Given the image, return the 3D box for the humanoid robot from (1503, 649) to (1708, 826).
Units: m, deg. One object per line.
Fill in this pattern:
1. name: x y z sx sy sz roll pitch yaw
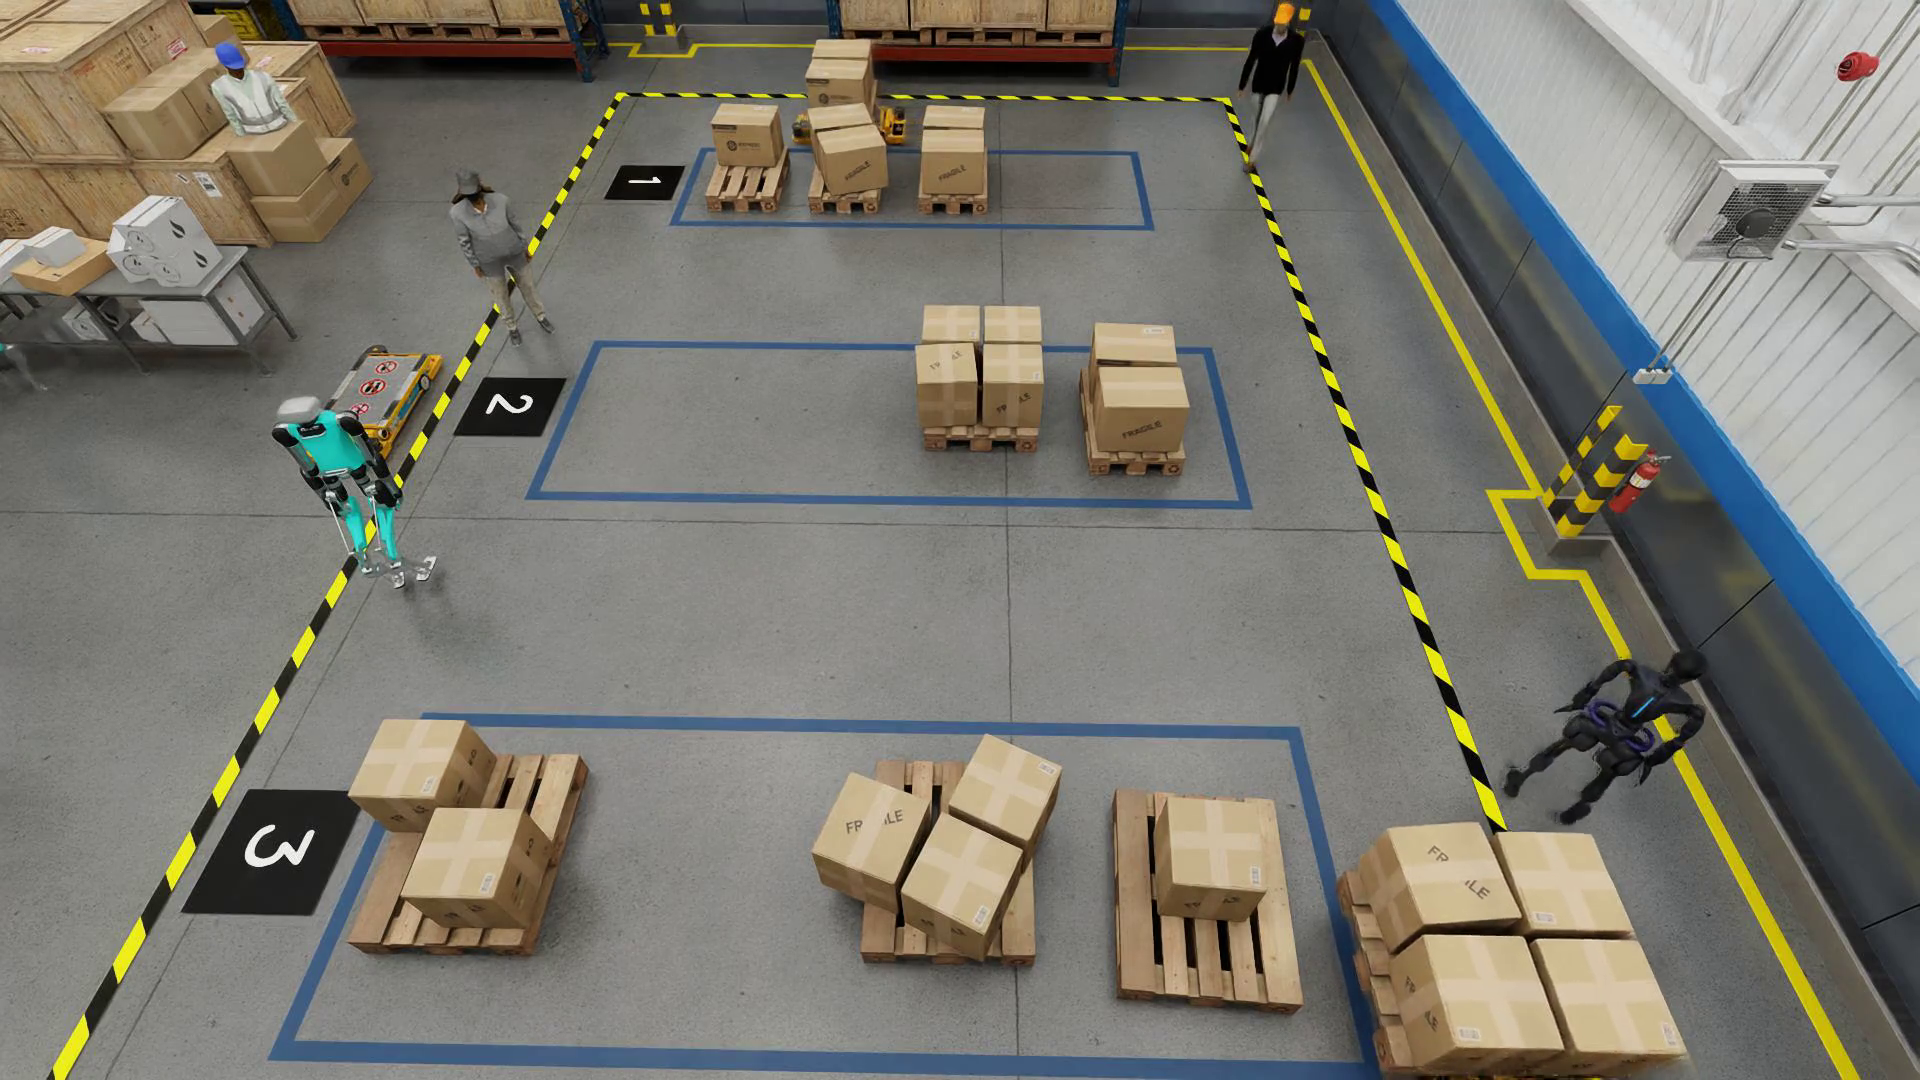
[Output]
1. humanoid robot: 3.856 1.176 5.448 0.398 1.637 0.584 -32 57 -24

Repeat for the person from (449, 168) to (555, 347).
1. person: -4.333 -2.671 8.644 0.569 1.766 0.397 -29 56 -22

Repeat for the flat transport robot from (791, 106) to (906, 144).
1. flat transport robot: -1.438 -5.419 11.934 1.431 0.197 0.652 1 50 1

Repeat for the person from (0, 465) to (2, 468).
1. person: -8.590 -1.138 7.273 0.359 1.881 0.573 5 50 4

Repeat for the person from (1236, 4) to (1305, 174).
1. person: 3.611 -5.343 10.863 0.615 1.829 0.990 22 53 18

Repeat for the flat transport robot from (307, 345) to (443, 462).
1. flat transport robot: -5.383 -1.269 8.441 0.659 0.231 1.431 1 50 1

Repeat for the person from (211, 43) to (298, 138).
1. person: -7.515 -4.416 10.018 0.614 1.931 0.417 -33 57 -25

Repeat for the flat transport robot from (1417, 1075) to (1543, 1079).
1. flat transport robot: 2.830 2.495 5.237 0.652 0.197 1.431 1 50 1

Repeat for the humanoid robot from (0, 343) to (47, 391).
1. humanoid robot: -8.959 -1.945 8.088 0.530 1.807 0.802 10 51 8

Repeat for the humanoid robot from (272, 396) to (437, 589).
1. humanoid robot: -4.282 -0.202 6.492 0.533 1.672 0.735 -11 51 -9
